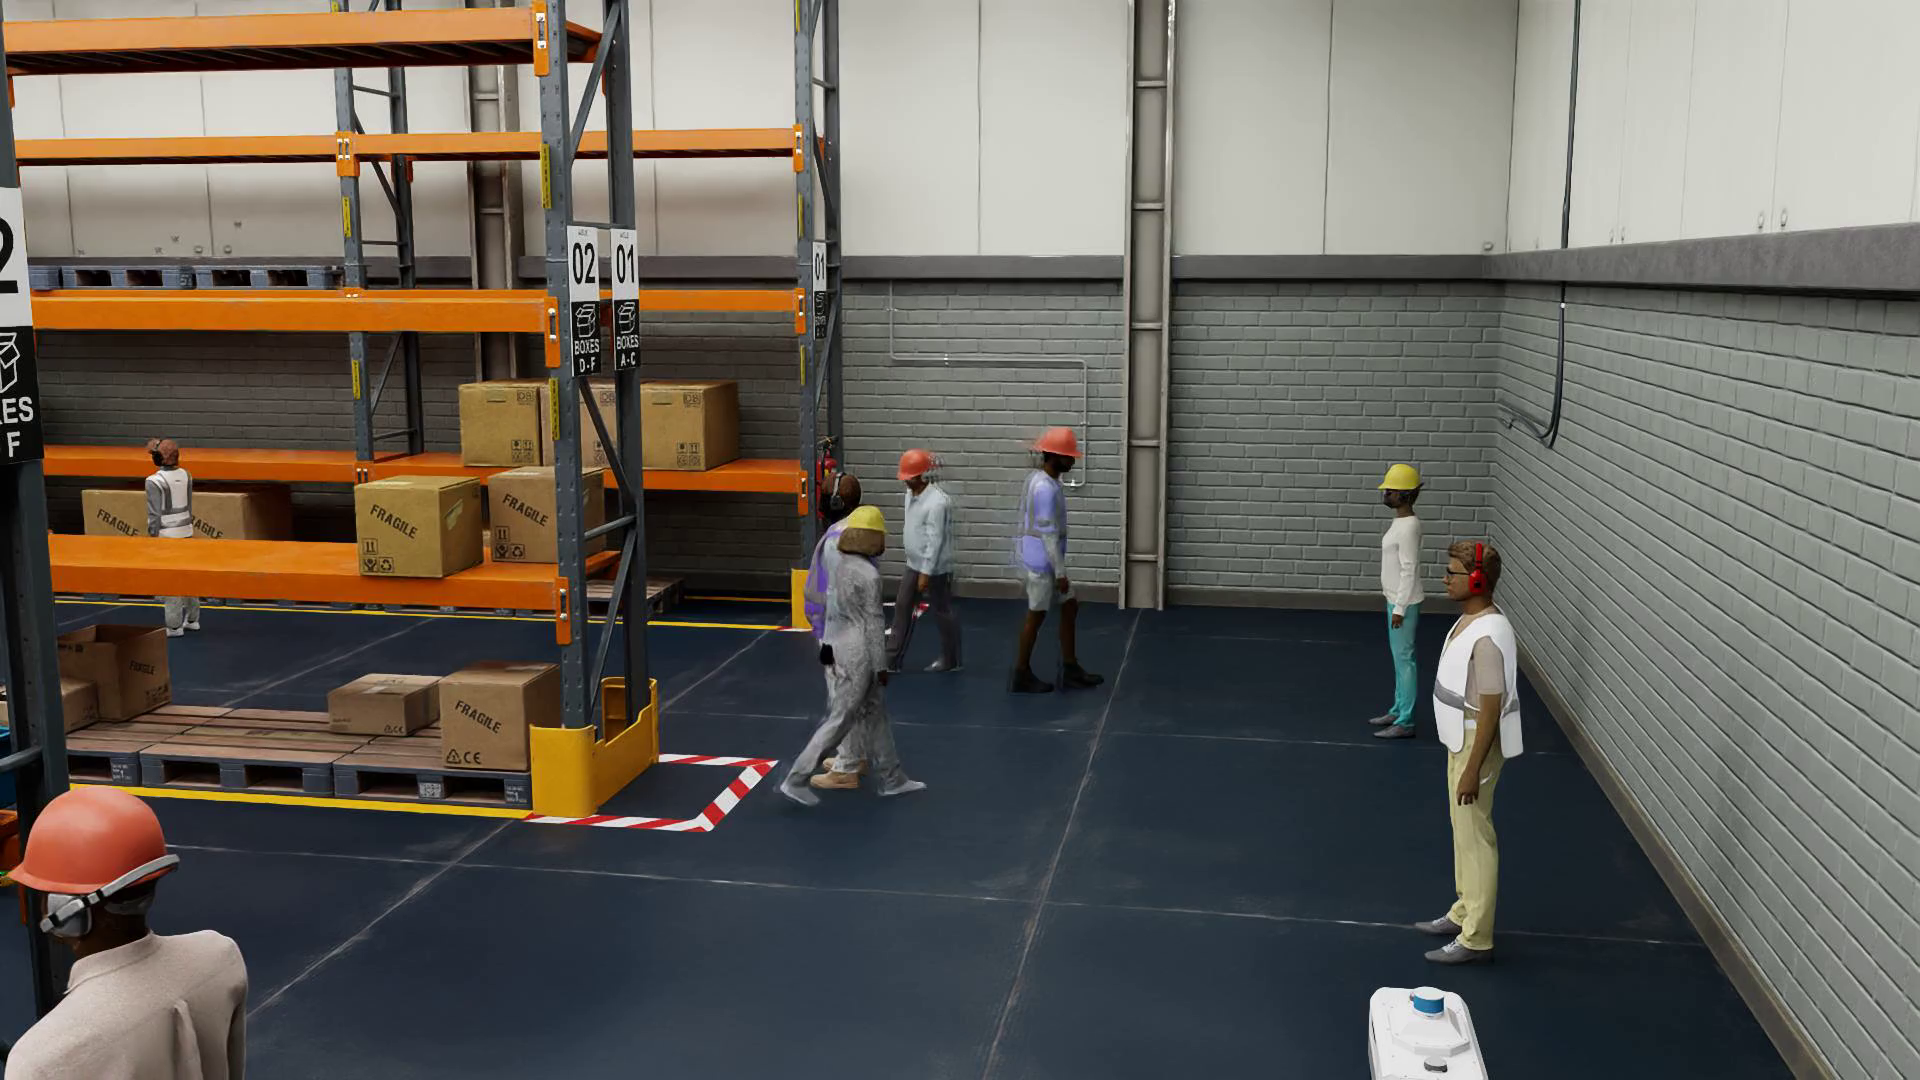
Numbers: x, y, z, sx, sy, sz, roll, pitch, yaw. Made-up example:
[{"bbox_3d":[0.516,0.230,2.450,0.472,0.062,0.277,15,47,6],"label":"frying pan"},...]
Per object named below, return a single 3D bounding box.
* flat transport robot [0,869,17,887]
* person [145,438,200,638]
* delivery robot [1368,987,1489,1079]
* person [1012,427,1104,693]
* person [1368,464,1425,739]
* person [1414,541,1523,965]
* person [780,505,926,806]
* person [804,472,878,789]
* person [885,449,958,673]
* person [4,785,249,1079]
[{"bbox_3d":[-5.295,1.539,8.210,1.431,0.197,0.652,8,12,40],"label":"flat transport robot"},{"bbox_3d":[-6.460,-0.016,13.628,0.308,1.640,0.510,2,9,10],"label":"person"},{"bbox_3d":[1.583,1.763,5.651,0.477,0.478,0.707,2,9,10],"label":"delivery robot"},{"bbox_3d":[0.732,0.159,11.716,0.803,1.903,0.562,1,9,5],"label":"person"},{"bbox_3d":[2.818,0.394,10.695,0.311,1.768,0.522,2,9,10],"label":"person"},{"bbox_3d":[2.224,0.917,7.198,0.390,1.846,0.564,2,9,10],"label":"person"},{"bbox_3d":[-0.619,0.649,9.328,0.873,1.699,0.491,-4,10,-22],"label":"person"},{"bbox_3d":[-0.693,0.520,9.679,0.429,1.844,0.624,2,9,10],"label":"person"},{"bbox_3d":[-0.348,0.175,12.228,0.813,1.700,0.600,-5,10,-28],"label":"person"},{"bbox_3d":[-1.658,1.462,3.356,0.377,1.995,0.608,2,9,10],"label":"person"}]
